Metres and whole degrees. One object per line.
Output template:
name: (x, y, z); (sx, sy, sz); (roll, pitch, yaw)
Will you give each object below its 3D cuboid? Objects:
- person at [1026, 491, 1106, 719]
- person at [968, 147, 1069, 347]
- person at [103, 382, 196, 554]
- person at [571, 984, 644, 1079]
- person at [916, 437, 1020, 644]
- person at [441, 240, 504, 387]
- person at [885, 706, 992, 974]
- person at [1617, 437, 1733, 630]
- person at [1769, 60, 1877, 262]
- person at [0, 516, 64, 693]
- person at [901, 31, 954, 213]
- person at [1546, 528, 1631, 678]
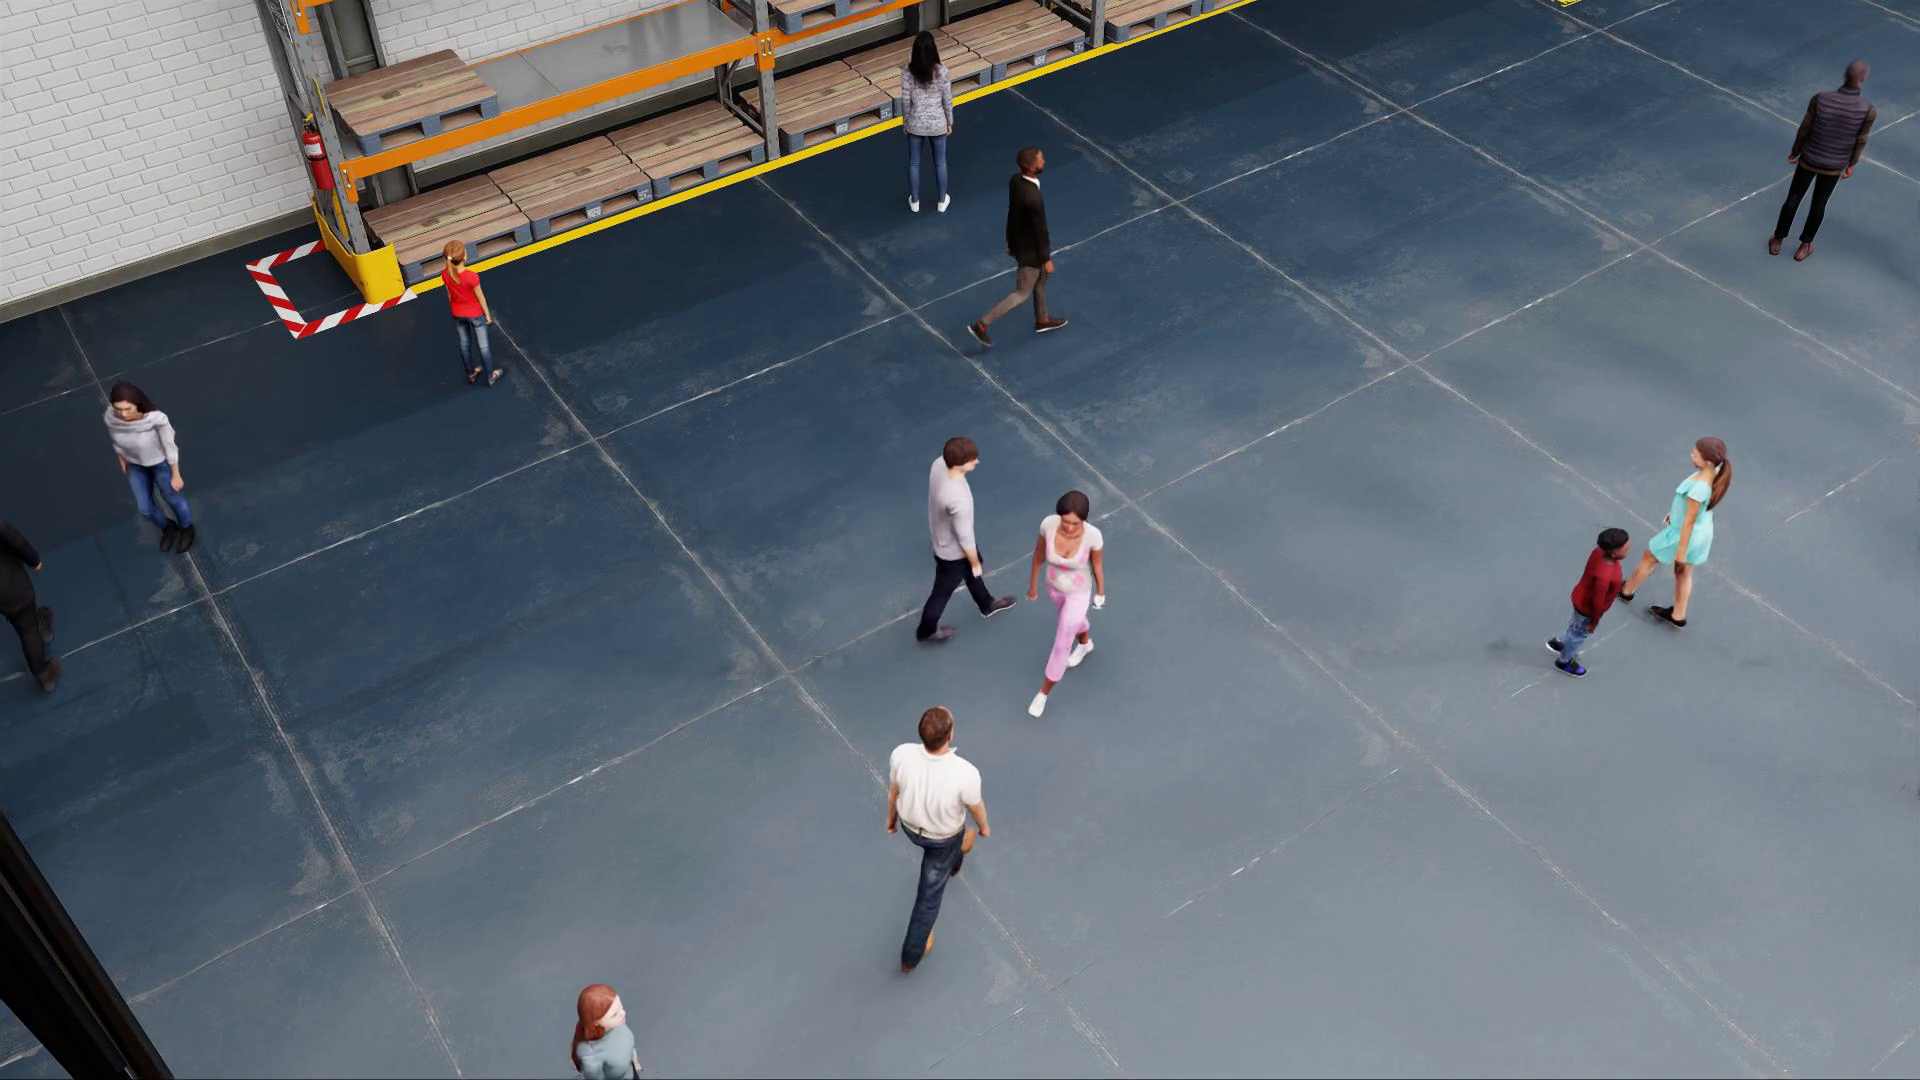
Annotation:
person: (0.741, 0.273, 10.724); (0.944, 1.698, 1.180); (22, 48, 21)
person: (0.466, -2.309, 13.384); (1.225, 1.768, 0.932); (-10, 45, -10)
person: (-5.621, -0.565, 11.675); (0.756, 1.599, 0.845); (5, 44, 5)
person: (-1.760, 2.703, 8.146); (0.916, 1.736, 0.846); (5, 44, 5)
person: (-0.138, 0.042, 10.883); (1.109, 1.813, 0.910); (-11, 45, -11)
person: (-3.903, -1.791, 13.174); (0.549, 1.307, 0.611); (6, 44, 6)
person: (-0.191, 1.681, 9.168); (1.062, 1.806, 1.329); (19, 47, 19)
person: (4.941, -0.011, 11.144); (0.805, 1.530, 0.647); (-29, 51, -27)
person: (7.430, -3.268, 14.340); (0.771, 1.838, 0.730); (23, 48, 22)
person: (-6.159, 0.326, 10.630); (1.001, 1.750, 0.959); (-4, 44, -5)
person: (-0.302, -3.741, 14.913); (0.654, 1.733, 0.747); (1, 44, 1)
person: (4.074, 0.392, 10.927); (0.677, 1.245, 0.613); (10, 45, 10)
